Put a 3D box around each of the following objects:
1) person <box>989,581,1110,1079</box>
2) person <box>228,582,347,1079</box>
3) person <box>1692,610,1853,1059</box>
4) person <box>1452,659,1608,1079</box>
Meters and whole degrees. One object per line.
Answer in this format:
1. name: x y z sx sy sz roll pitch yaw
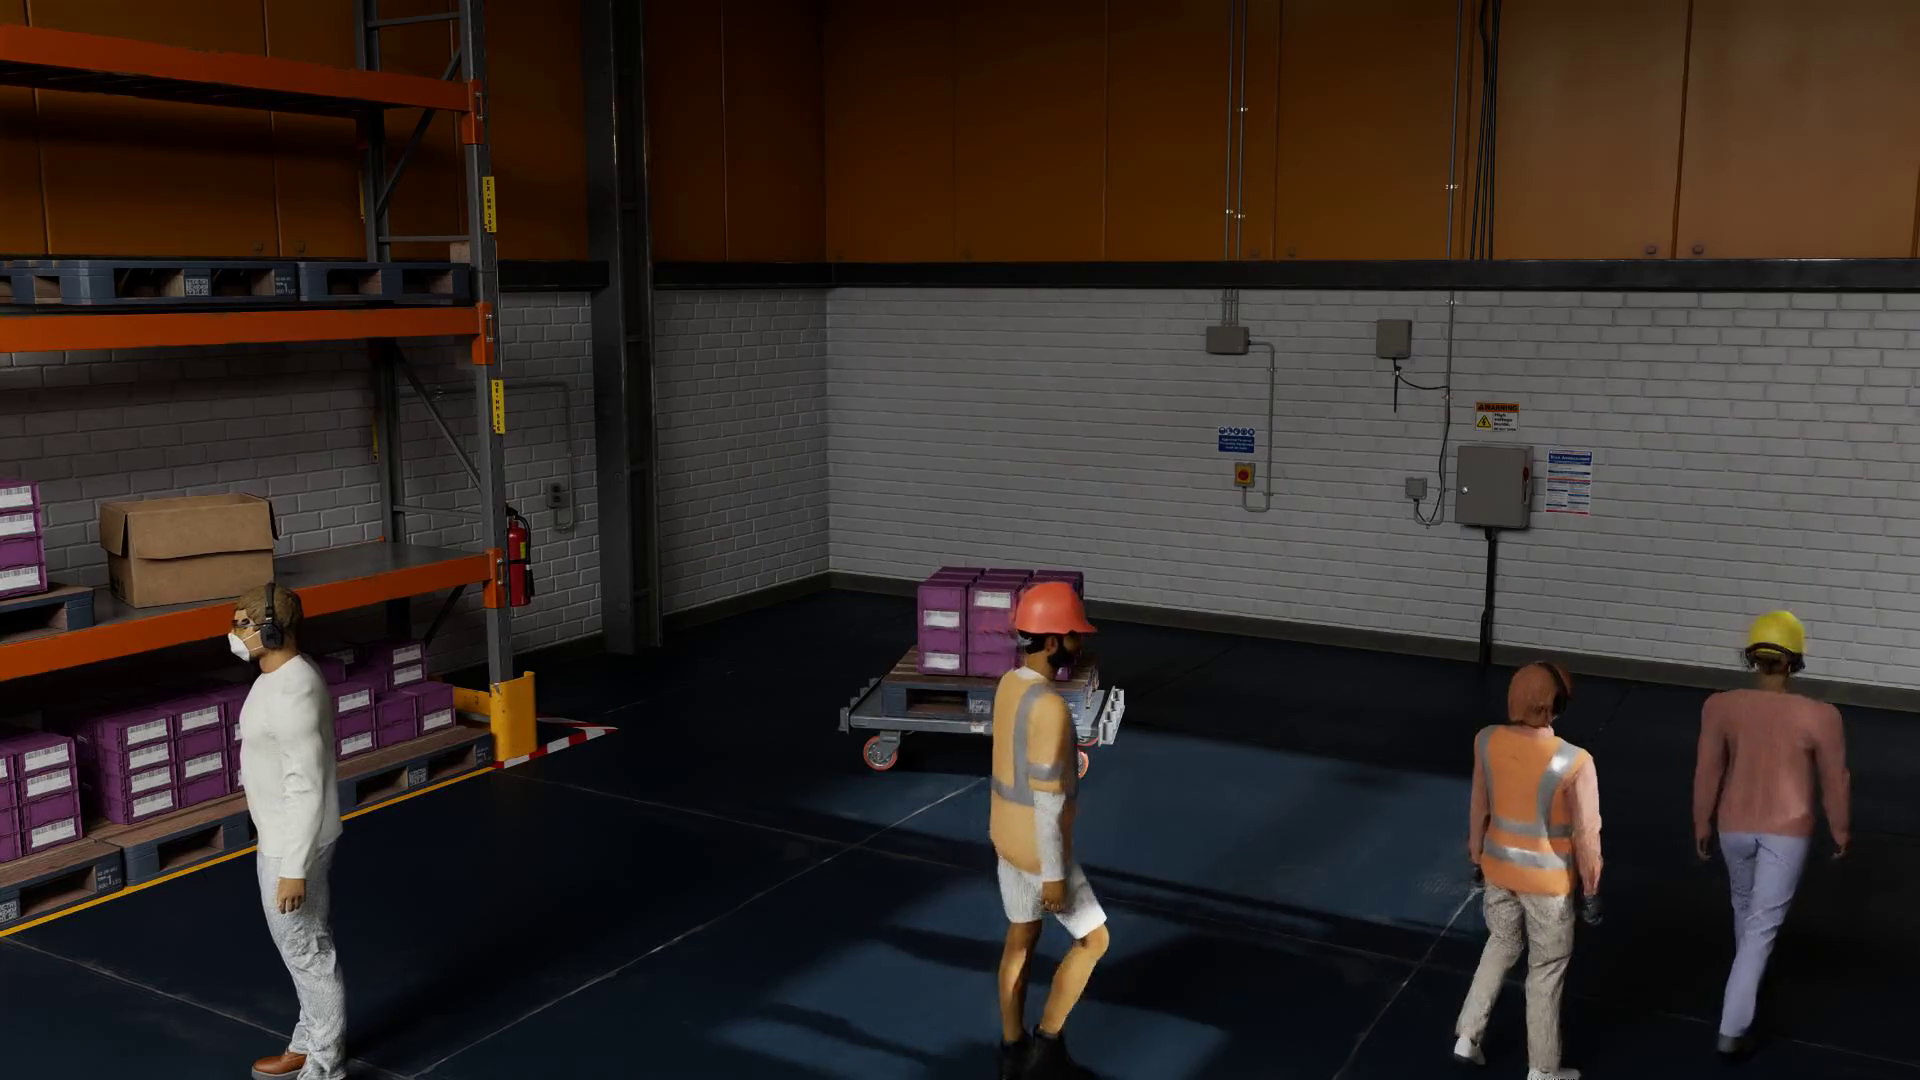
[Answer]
1. person: 0.352 1.099 6.115 0.496 1.924 0.569 -3 10 -17
2. person: -2.431 1.106 6.036 0.359 1.938 0.635 -4 10 -25
3. person: 3.192 1.133 6.579 0.951 1.714 0.534 -9 13 -44
4. person: 2.114 1.244 6.130 0.380 1.636 0.532 -6 11 -32
